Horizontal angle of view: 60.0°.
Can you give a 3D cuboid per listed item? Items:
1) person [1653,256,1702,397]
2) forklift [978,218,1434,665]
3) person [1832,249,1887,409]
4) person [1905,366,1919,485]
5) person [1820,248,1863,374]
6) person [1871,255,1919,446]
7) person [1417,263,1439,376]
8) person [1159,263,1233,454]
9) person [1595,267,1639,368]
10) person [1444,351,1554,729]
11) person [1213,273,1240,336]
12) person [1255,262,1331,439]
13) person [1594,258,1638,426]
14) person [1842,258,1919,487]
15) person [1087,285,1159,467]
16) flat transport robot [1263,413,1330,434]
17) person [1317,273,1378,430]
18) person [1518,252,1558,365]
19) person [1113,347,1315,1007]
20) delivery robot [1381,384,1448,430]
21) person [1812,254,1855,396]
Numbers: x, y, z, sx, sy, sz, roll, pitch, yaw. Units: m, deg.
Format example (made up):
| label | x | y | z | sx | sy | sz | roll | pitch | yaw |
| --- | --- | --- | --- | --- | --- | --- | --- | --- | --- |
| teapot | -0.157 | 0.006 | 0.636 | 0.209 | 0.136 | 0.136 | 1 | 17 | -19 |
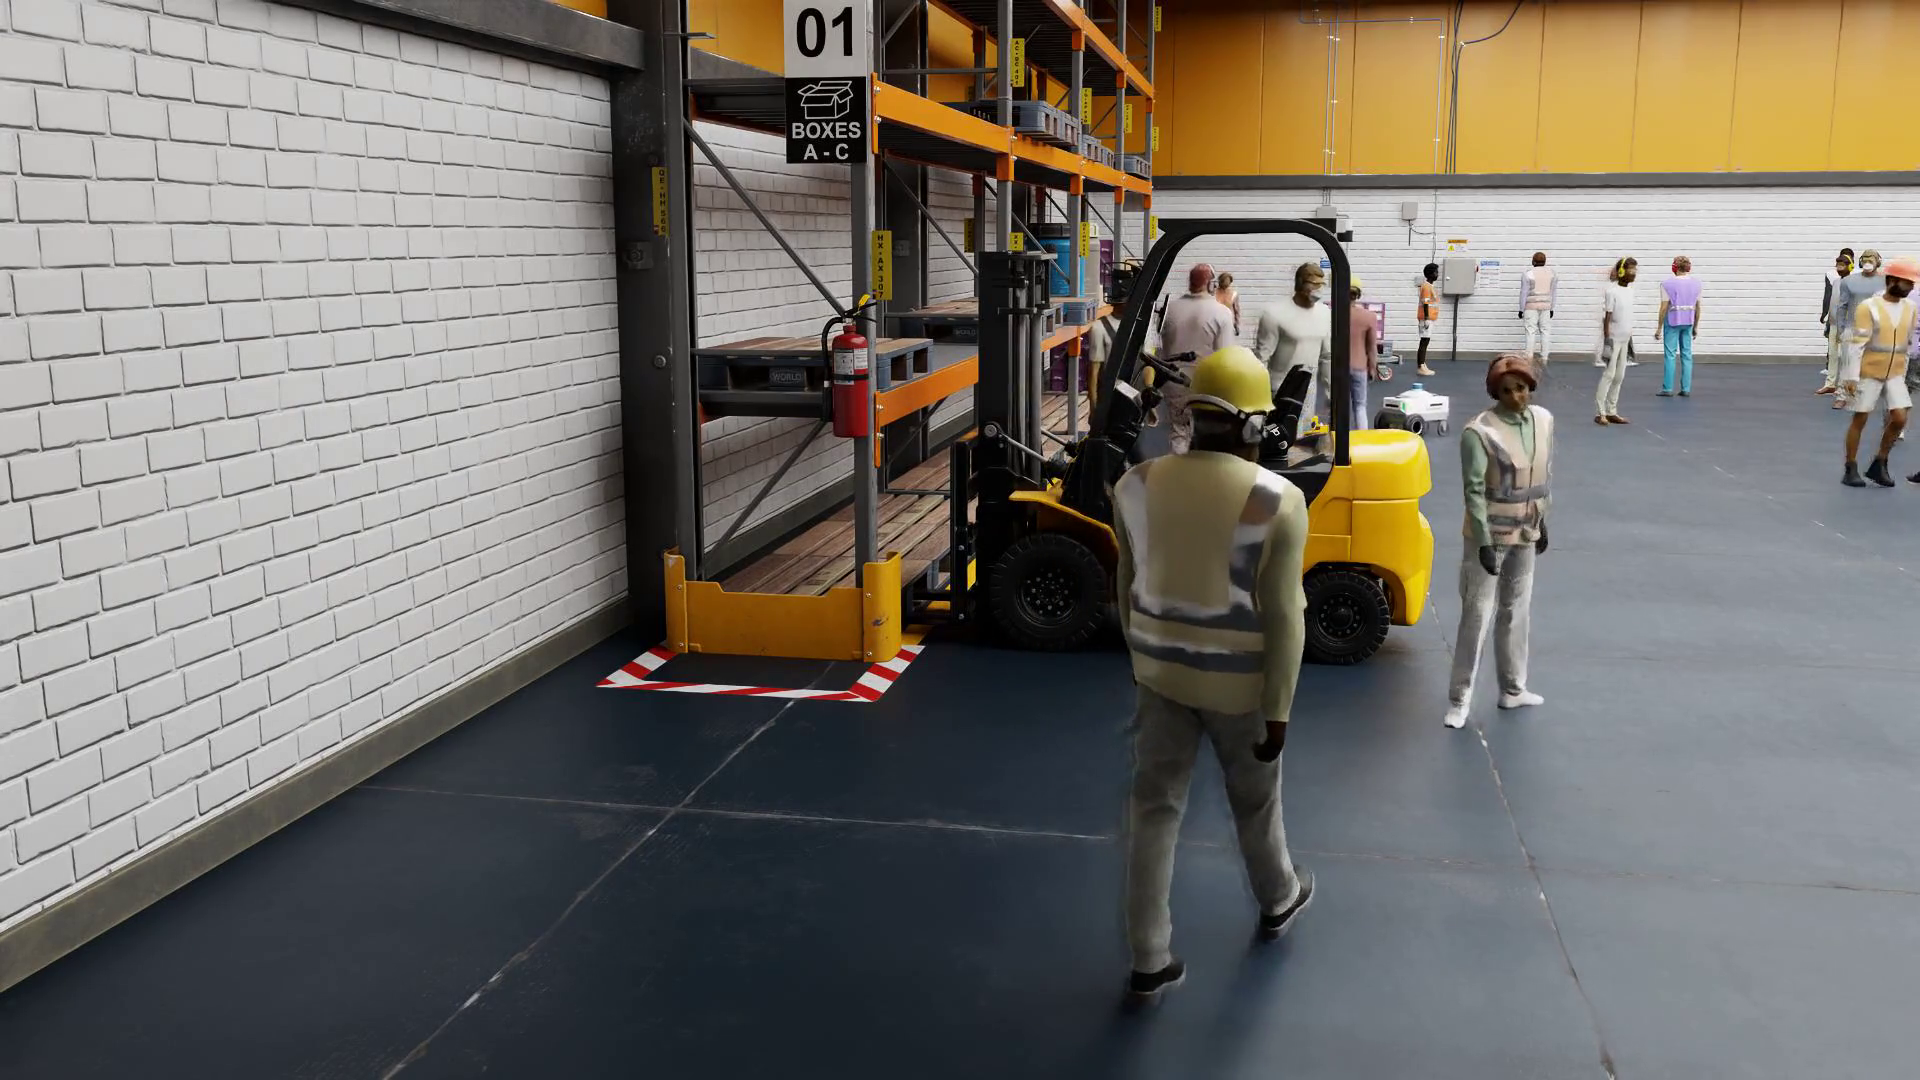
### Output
| label | x | y | z | sx | sy | sz | roll | pitch | yaw |
| --- | --- | --- | --- | --- | --- | --- | --- | --- | --- |
| person | 9.388 | -2.782 | 21.753 | 0.585 | 1.842 | 0.385 | -1 | 10 | -6 |
| forklift | 1.285 | -0.567 | 8.635 | 2.313 | 2.155 | 1.214 | 2 | 11 | 11 |
| person | 10.921 | -2.531 | 20.101 | 0.627 | 1.940 | 0.375 | 7 | 13 | 35 |
| person | 8.234 | -1.393 | 13.900 | 0.649 | 1.929 | 0.448 | -8 | 13 | -38 |
| person | 13.395 | -3.458 | 25.245 | 0.600 | 1.916 | 0.377 | 1 | 10 | 6 |
| person | 9.463 | -1.918 | 16.818 | 0.629 | 1.900 | 0.713 | 3 | 11 | 18 |
| person | 7.070 | -3.325 | 25.116 | 0.316 | 1.697 | 0.542 | 4 | 11 | 21 |
| person | 1.818 | -1.158 | 12.703 | 0.661 | 1.889 | 0.527 | 7 | 13 | 34 |
| person | 10.522 | -3.545 | 26.531 | 0.744 | 1.606 | 0.546 | -1 | 10 | -3 |
| person | 2.386 | -0.008 | 7.167 | 0.654 | 1.617 | 0.339 | -6 | 12 | -30 |
| person | 3.848 | -3.173 | 24.635 | 0.522 | 1.576 | 0.906 | -2 | 11 | -11 |
| person | 2.443 | -1.050 | 12.074 | 0.641 | 1.907 | 0.643 | -6 | 12 | -28 |
| person | 7.324 | -2.201 | 18.551 | 0.635 | 1.857 | 0.294 | -8 | 13 | -37 |
| person | 7.634 | -1.373 | 13.814 | 0.628 | 1.909 | 0.550 | 0 | 10 | -2 |
| person | 1.121 | -0.931 | 11.633 | 0.515 | 1.839 | 0.392 | -8 | 13 | -38 |
| flat transport robot | 3.183 | -1.181 | 17.273 | 1.431 | 0.197 | 0.652 | -10 | 14 | -42 |
| person | 3.555 | -1.566 | 15.352 | 0.559 | 1.756 | 0.360 | 0 | 10 | -2 |
| person | 9.454 | -3.791 | 27.275 | 0.624 | 1.845 | 0.430 | -1 | 10 | -5 |
| person | 0.726 | 0.352 | 4.700 | 0.606 | 1.781 | 0.910 | 6 | 12 | 31 |
| delivery robot | 4.774 | -1.395 | 17.414 | 0.707 | 0.478 | 0.477 | -6 | 12 | -31 |
| person | 11.600 | -2.824 | 21.928 | 0.329 | 1.861 | 0.511 | -3 | 11 | -14 |
